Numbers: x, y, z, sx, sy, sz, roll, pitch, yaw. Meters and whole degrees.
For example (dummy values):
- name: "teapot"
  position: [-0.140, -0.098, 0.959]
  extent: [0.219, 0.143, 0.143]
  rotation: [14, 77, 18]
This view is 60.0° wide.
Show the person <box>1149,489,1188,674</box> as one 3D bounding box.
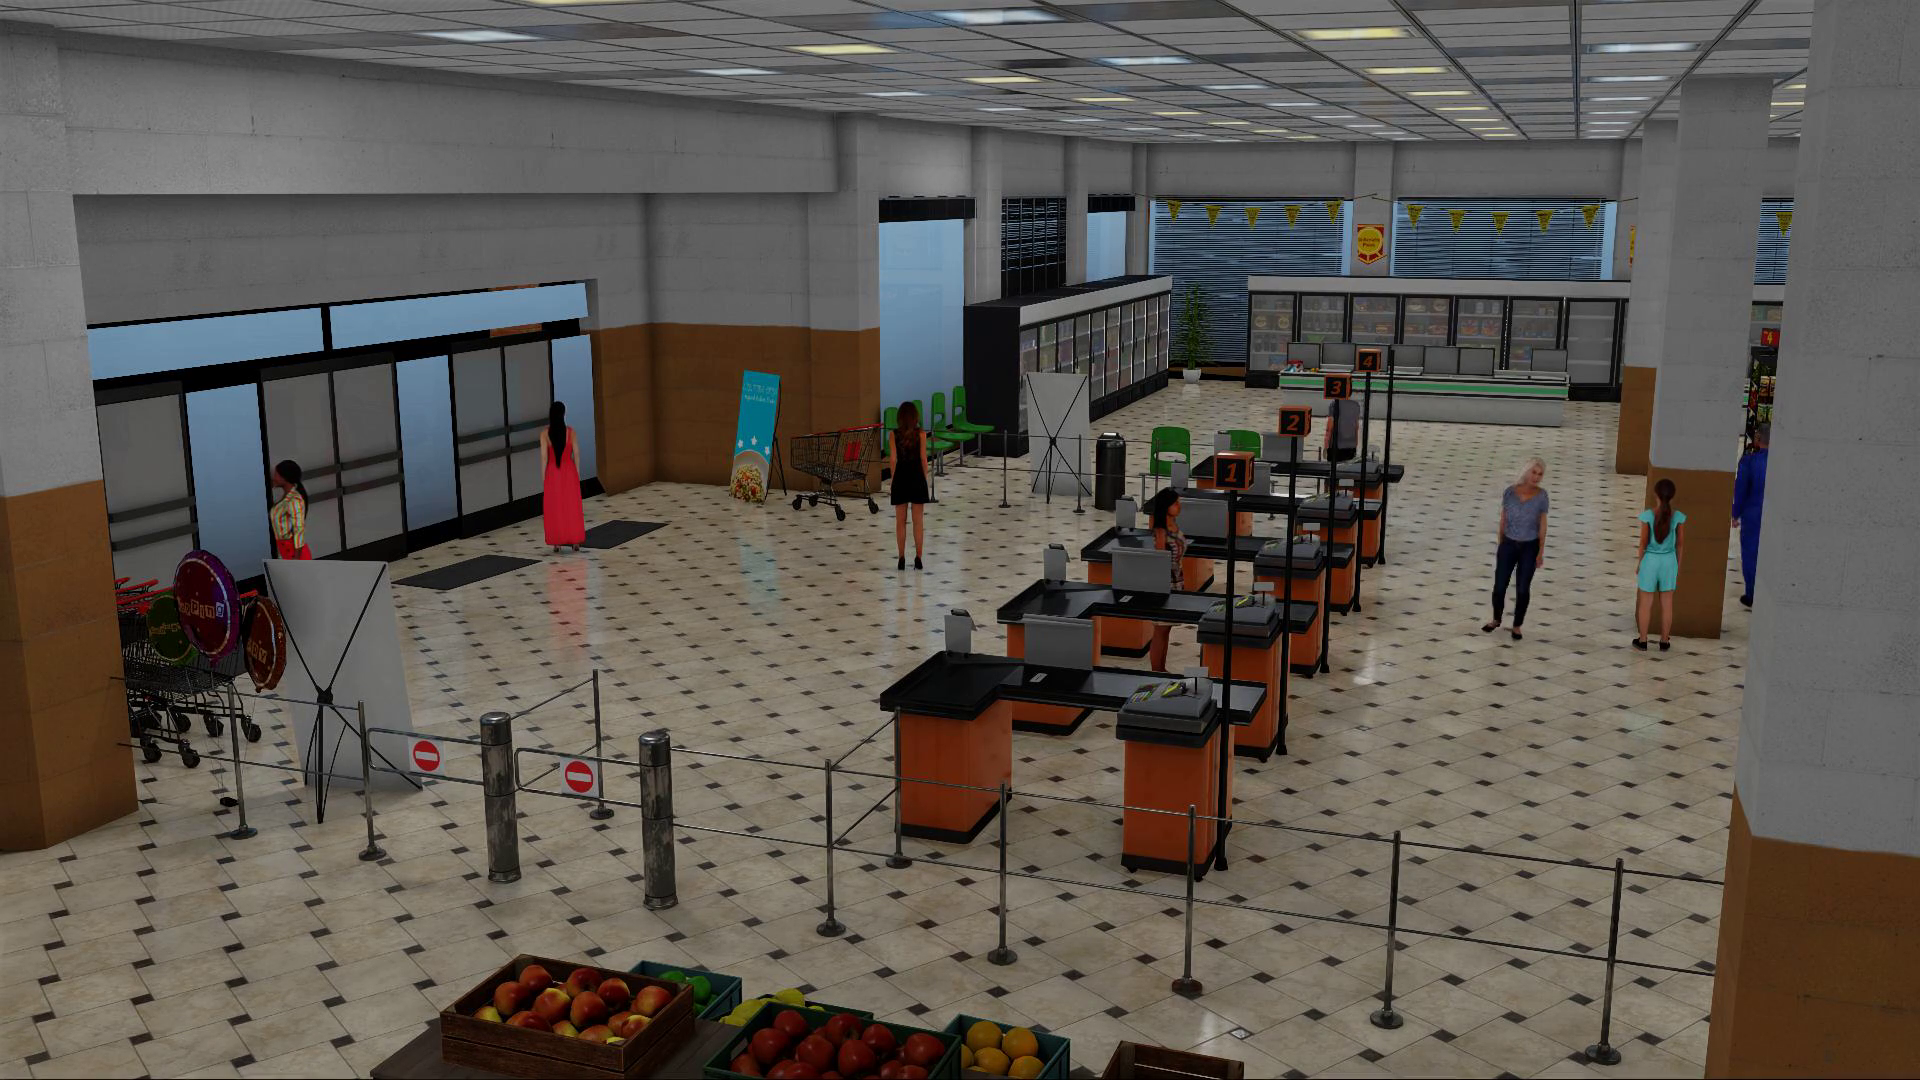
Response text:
- name: "person"
  position: [1.694, 0.399, 13.725]
  extent: [0.505, 1.618, 0.640]
  rotation: [4, 13, 19]

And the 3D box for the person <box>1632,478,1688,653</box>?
- name: "person"
  position: [6.203, 0.211, 14.762]
  extent: [0.517, 1.558, 0.631]
  rotation: [3, 12, 13]

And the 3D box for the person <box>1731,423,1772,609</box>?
- name: "person"
  position: [7.810, -0.209, 16.141]
  extent: [0.776, 1.812, 0.881]
  rotation: [1, 12, 5]

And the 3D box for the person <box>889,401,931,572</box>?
- name: "person"
  position: [-0.549, -0.577, 17.832]
  extent: [0.584, 1.835, 0.712]
  rotation: [0, 12, -2]

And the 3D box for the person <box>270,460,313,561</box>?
- name: "person"
  position: [-5.692, 0.194, 14.273]
  extent: [0.742, 1.792, 0.674]
  rotation: [-6, 13, -27]

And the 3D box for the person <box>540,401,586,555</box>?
- name: "person"
  position: [-4.487, -0.703, 18.696]
  extent: [0.704, 1.725, 0.775]
  rotation: [-5, 13, -21]

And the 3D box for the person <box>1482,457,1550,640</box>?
- name: "person"
  position: [5.070, 0.077, 15.097]
  extent: [0.790, 1.682, 0.633]
  rotation: [-11, 16, -42]
